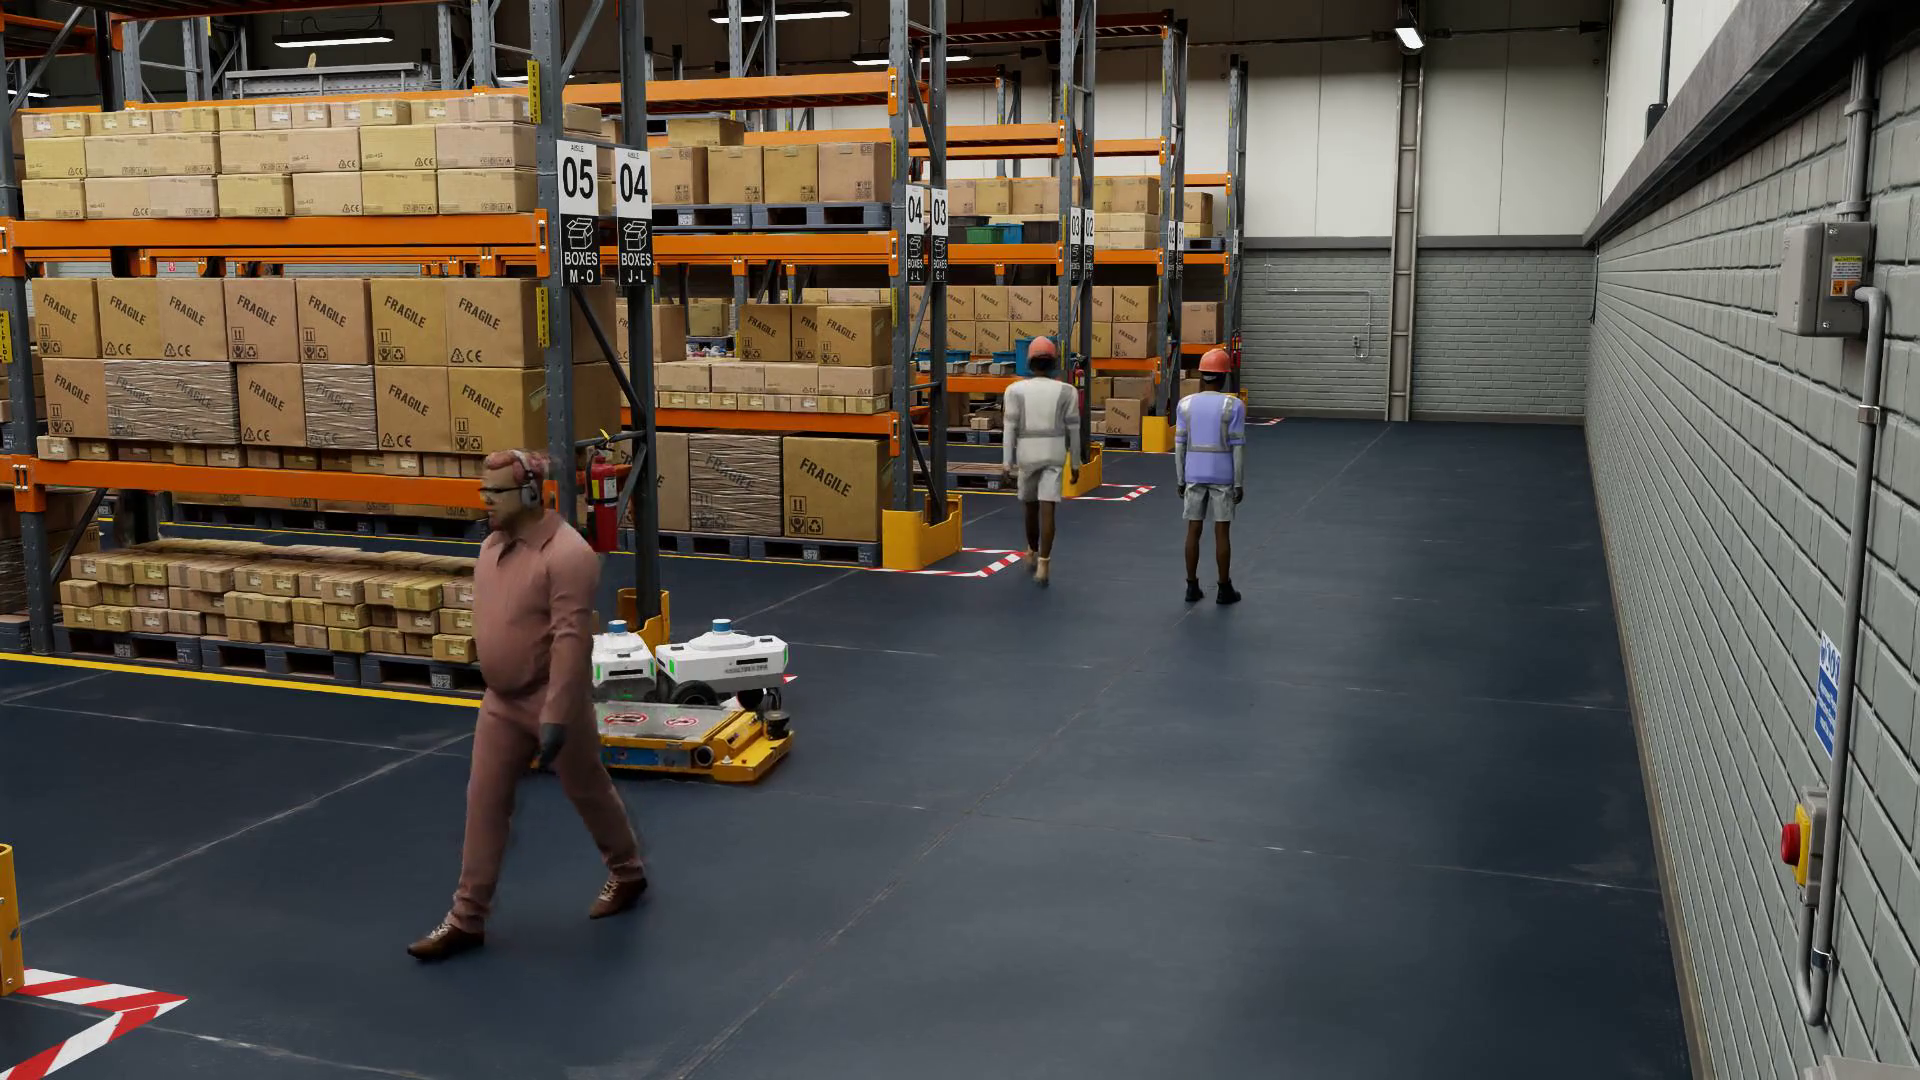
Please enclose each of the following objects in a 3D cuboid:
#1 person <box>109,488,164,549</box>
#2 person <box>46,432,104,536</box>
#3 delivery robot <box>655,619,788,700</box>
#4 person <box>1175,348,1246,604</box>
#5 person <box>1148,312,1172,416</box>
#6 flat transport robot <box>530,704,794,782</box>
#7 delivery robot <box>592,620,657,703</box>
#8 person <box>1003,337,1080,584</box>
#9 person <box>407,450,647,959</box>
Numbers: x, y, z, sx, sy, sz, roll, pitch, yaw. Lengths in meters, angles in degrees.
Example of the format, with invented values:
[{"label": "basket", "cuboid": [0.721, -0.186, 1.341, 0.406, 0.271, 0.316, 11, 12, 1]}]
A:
[{"label": "person", "cuboid": [-6.408, -0.367, 12.932, 0.688, 1.617, 0.531, -1, 9, -6]}, {"label": "person", "cuboid": [-8.336, -0.877, 15.654, 0.326, 1.767, 0.533, 4, 10, 22]}, {"label": "delivery robot", "cuboid": [-1.335, 0.688, 9.359, 0.707, 0.478, 0.477, -4, 10, -24]}, {"label": "person", "cuboid": [1.907, -0.481, 12.641, 0.548, 1.937, 0.377, 5, 10, 27]}, {"label": "person", "cuboid": [3.009, -2.454, 24.951, 0.698, 1.943, 0.618, 3, 10, 20]}, {"label": "flat transport robot", "cuboid": [-1.630, 1.011, 8.519, 1.431, 0.197, 0.652, 2, 9, 12]}, {"label": "delivery robot", "cuboid": [-1.913, 0.693, 9.325, 0.477, 0.478, 0.707, -3, 10, -18]}, {"label": "person", "cuboid": [0.669, -0.662, 13.624, 0.628, 1.987, 1.078, 1, 9, 4]}, {"label": "person", "cuboid": [-1.589, 0.587, 6.236, 0.651, 1.861, 0.989, 7, 11, 35]}]
